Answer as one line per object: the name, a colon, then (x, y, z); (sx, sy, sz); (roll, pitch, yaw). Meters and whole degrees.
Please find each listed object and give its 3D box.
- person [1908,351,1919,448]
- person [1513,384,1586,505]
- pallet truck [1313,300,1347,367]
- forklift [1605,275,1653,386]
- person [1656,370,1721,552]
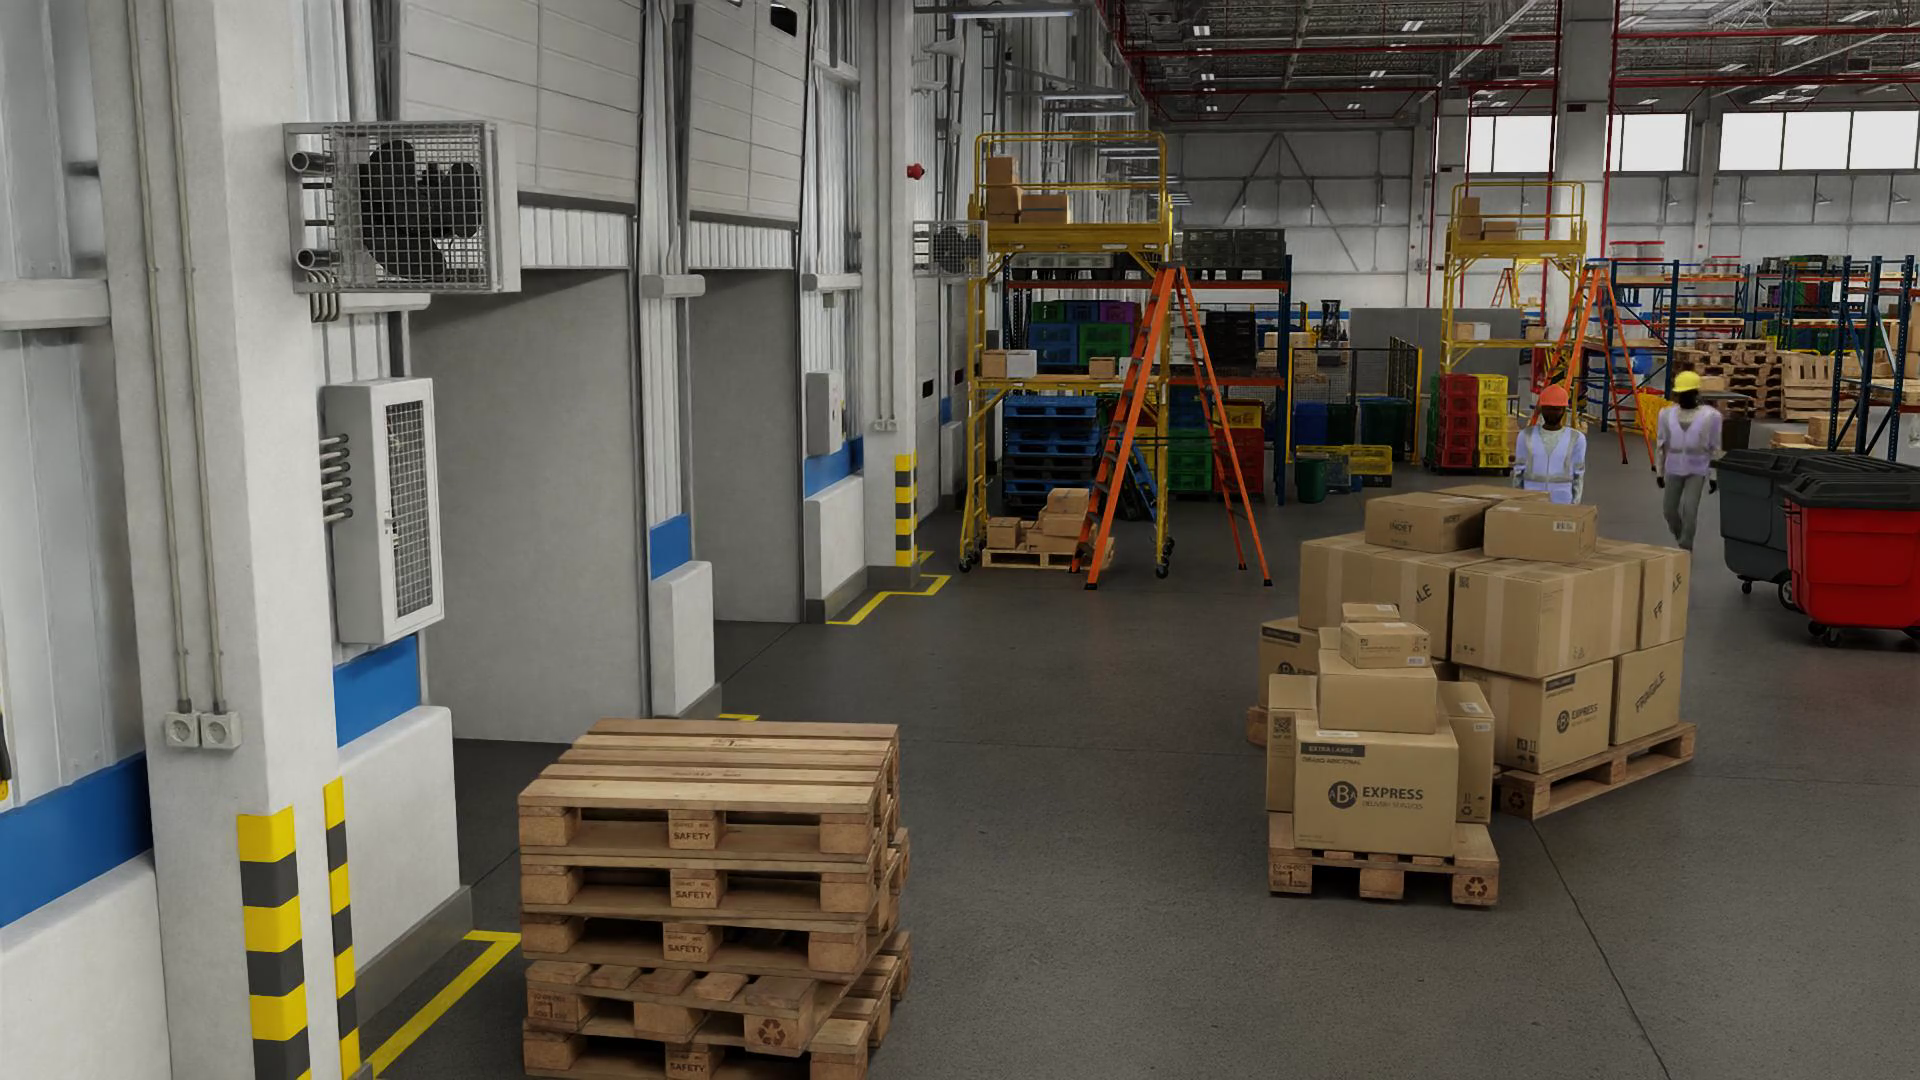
person: (15.515, -2.342, 26.744); (0.321, 1.736, 0.488); (4, 10, 25)
person: (4.734, -0.286, 13.417); (0.545, 1.943, 0.347); (4, 10, 22)
pallet truck: (11.159, -6.200, 49.718); (0.823, 1.965, 1.885); (4, 10, 26)
forklift: (16.151, -5.250, 41.142); (1.873, 2.768, 1.129); (3, 10, 17)
person: (6.990, -0.682, 15.980); (0.589, 1.905, 0.588); (7, 11, 35)
